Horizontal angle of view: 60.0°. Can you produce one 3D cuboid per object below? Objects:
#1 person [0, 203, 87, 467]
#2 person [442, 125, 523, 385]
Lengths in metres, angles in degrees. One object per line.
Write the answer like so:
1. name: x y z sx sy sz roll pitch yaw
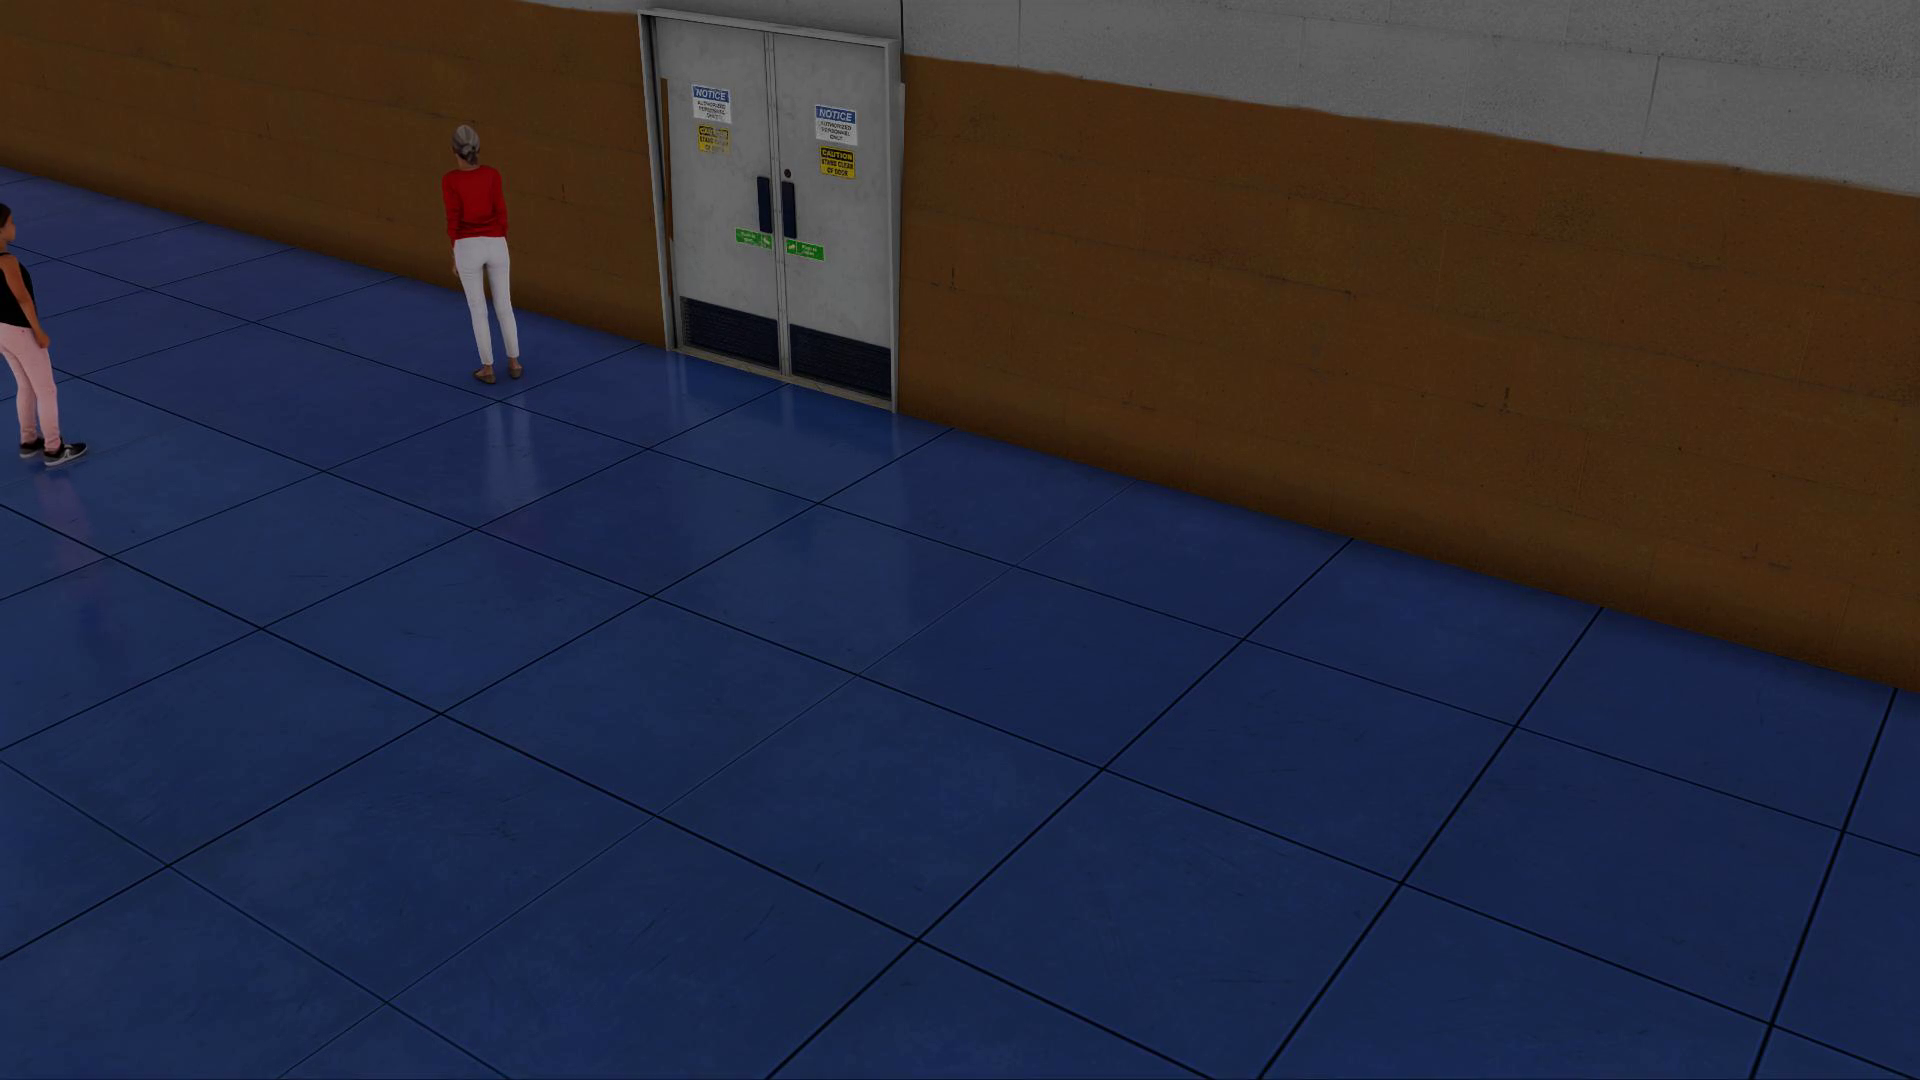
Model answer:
1. person: -5.449 -1.183 9.621 0.534 1.554 0.514 15 30 27
2. person: -3.097 -1.845 10.774 0.604 1.693 0.695 -15 30 -26
